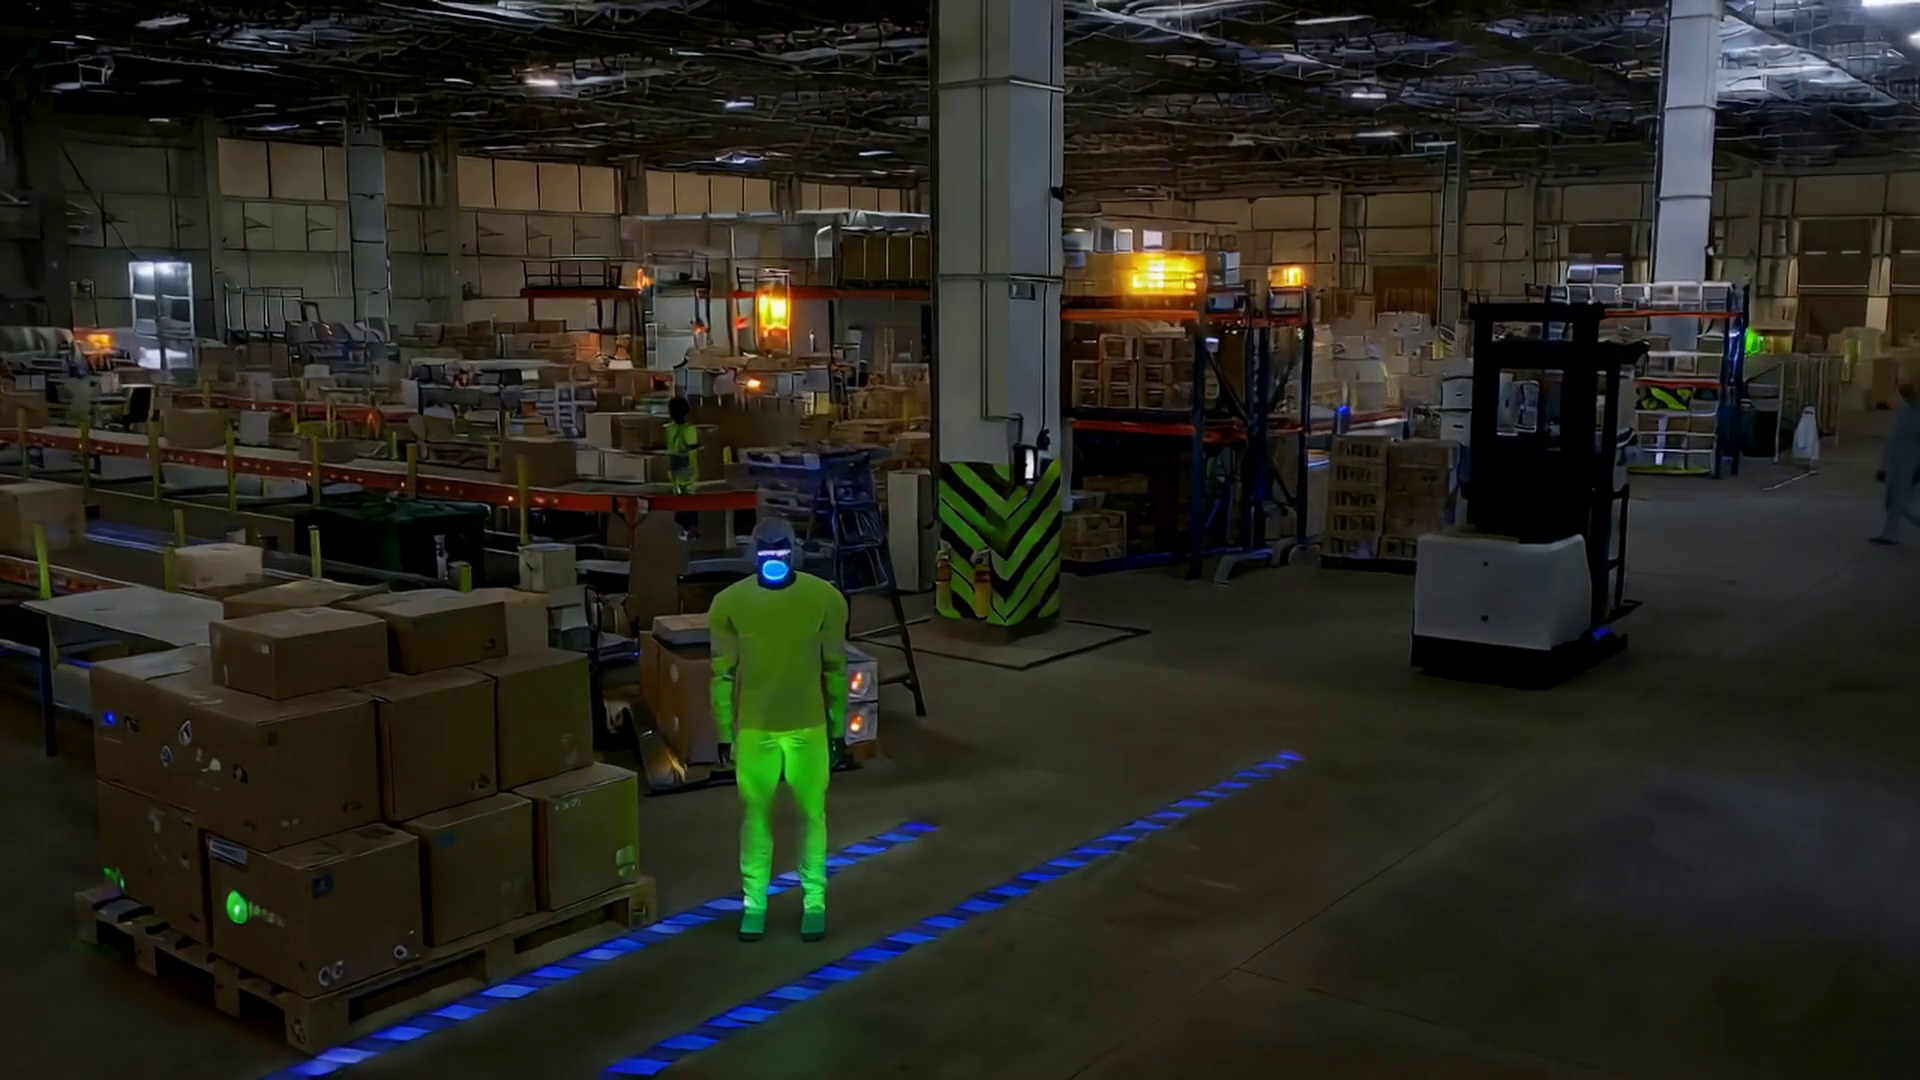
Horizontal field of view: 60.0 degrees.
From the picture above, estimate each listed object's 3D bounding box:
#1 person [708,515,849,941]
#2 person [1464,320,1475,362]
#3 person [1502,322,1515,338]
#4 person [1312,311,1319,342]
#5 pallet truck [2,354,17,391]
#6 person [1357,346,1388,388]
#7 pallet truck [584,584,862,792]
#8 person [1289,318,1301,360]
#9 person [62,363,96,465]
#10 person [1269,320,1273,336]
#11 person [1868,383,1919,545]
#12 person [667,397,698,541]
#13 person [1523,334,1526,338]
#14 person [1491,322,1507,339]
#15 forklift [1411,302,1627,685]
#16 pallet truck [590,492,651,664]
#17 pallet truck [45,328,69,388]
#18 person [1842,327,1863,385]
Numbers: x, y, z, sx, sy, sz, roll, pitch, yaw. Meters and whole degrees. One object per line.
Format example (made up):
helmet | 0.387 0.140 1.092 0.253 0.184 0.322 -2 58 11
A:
person | -0.804 0.841 7.442 0.623 1.932 0.367 -1 8 -6
person | 21.636 -8.452 70.215 0.618 1.872 0.980 7 11 37
person | 16.966 -5.783 51.847 0.609 1.996 0.383 7 11 41
person | 18.418 -10.886 86.252 0.611 1.996 0.378 7 11 40
pallet truck | -24.881 -4.417 42.634 1.885 1.965 0.823 8 11 41
person | 8.574 -3.097 34.405 0.594 1.792 0.869 6 11 37
pallet truck | -1.426 0.805 10.019 1.601 1.201 0.680 -4 9 -26
person | 14.578 -8.801 72.518 0.547 1.894 0.927 6 10 35
person | -14.832 -2.114 28.029 0.633 1.729 0.342 2 9 15
person | 15.583 -10.527 84.494 0.621 1.809 0.905 0 8 -2
person | 10.793 -0.837 18.896 0.646 1.880 0.739 -7 11 -40
person | -3.257 -0.832 19.486 0.321 1.694 0.529 -7 11 -38
person | 16.709 -5.262 49.201 0.444 1.747 0.553 7 11 40
person | 16.042 -5.462 49.533 0.536 2.000 0.688 -7 11 -41
forklift | 4.379 -0.438 12.852 1.129 2.768 1.873 7 11 37
pallet truck | -3.115 0.344 12.883 0.653 1.274 1.630 7 11 37
pallet truck | -23.775 -4.544 43.495 1.885 1.965 0.823 6 10 35
person | 28.271 -5.822 52.662 0.542 1.839 0.454 6 10 35
